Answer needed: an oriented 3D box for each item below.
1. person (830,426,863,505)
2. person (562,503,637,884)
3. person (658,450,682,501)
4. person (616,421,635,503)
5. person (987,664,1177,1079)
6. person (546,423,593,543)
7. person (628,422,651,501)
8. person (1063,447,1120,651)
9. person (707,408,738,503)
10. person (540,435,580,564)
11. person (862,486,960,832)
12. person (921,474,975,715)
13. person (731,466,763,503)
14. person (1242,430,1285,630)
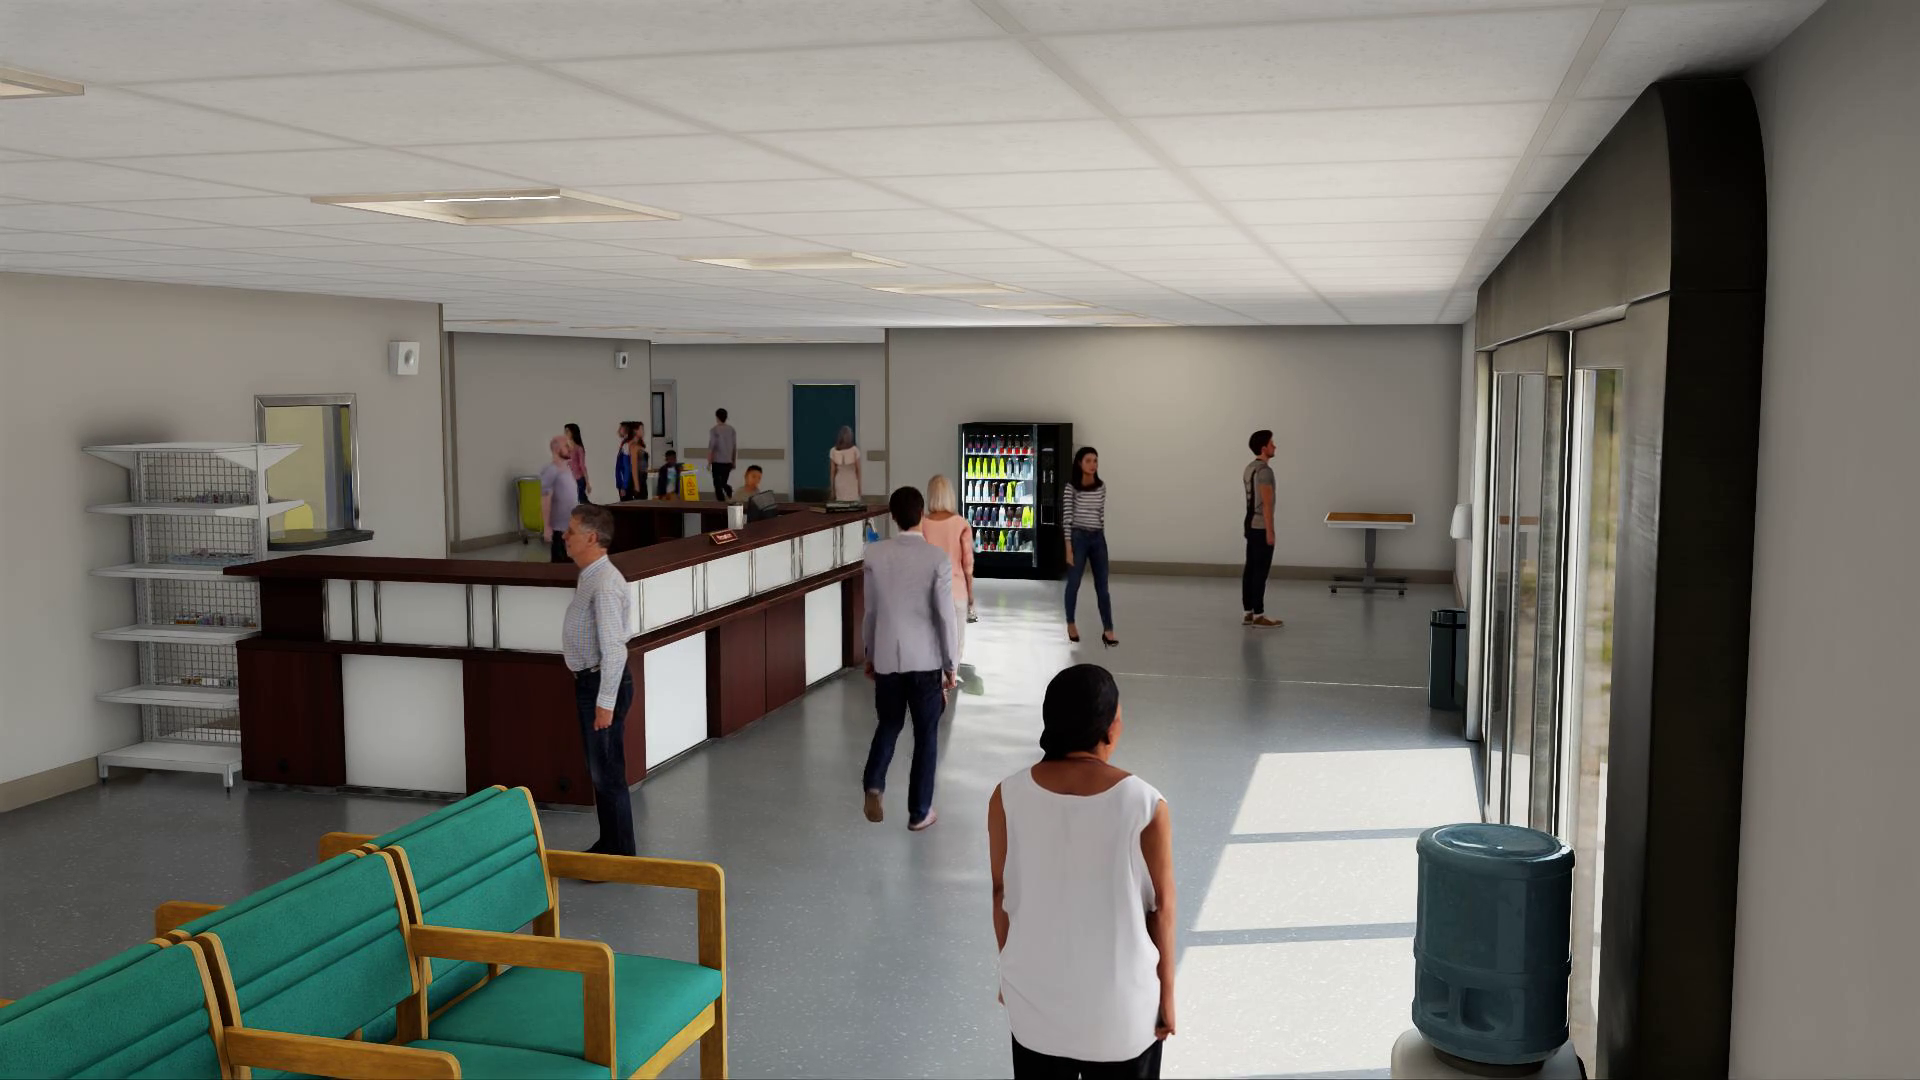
[{"bbox_3d":[-1.527,-0.650,22.182,0.674,1.720,0.665,1,6,12],"label":"person"},{"bbox_3d":[-1.736,0.723,8.044,0.754,1.818,0.739,-2,6,-20],"label":"person"},{"bbox_3d":[-4.490,-0.746,25.538,0.855,1.239,0.890,-3,7,-28],"label":"person"},{"bbox_3d":[-4.689,-0.794,23.430,0.707,1.757,0.718,-1,6,-11],"label":"person"},{"bbox_3d":[0.329,1.156,4.396,0.592,1.688,0.756,3,6,24],"label":"person"},{"bbox_3d":[-5.303,-0.757,23.424,1.101,1.685,1.172,-5,8,-41],"label":"person"},{"bbox_3d":[-4.529,-0.752,23.006,0.924,1.758,0.781,-1,6,-6],"label":"person"},{"bbox_3d":[1.042,0.103,14.547,1.141,1.734,1.132,-3,6,-24],"label":"person"},{"bbox_3d":[-3.952,-1.296,28.052,0.837,1.830,0.804,5,8,41],"label":"person"},{"bbox_3d":[-3.977,-0.105,16.234,0.765,1.826,0.739,1,6,7],"label":"person"},{"bbox_3d":[-0.312,0.648,8.720,0.784,1.831,0.780,2,6,21],"label":"person"},{"bbox_3d":[-0.129,0.402,11.811,0.922,1.703,0.699,1,6,9],"label":"person"},{"bbox_3d":[-2.293,-0.066,17.774,0.482,1.441,0.720,2,6,19],"label":"person"},{"bbox_3d":[2.879,-0.116,15.994,0.708,1.896,0.720,-1,6,-10],"label":"person"}]
